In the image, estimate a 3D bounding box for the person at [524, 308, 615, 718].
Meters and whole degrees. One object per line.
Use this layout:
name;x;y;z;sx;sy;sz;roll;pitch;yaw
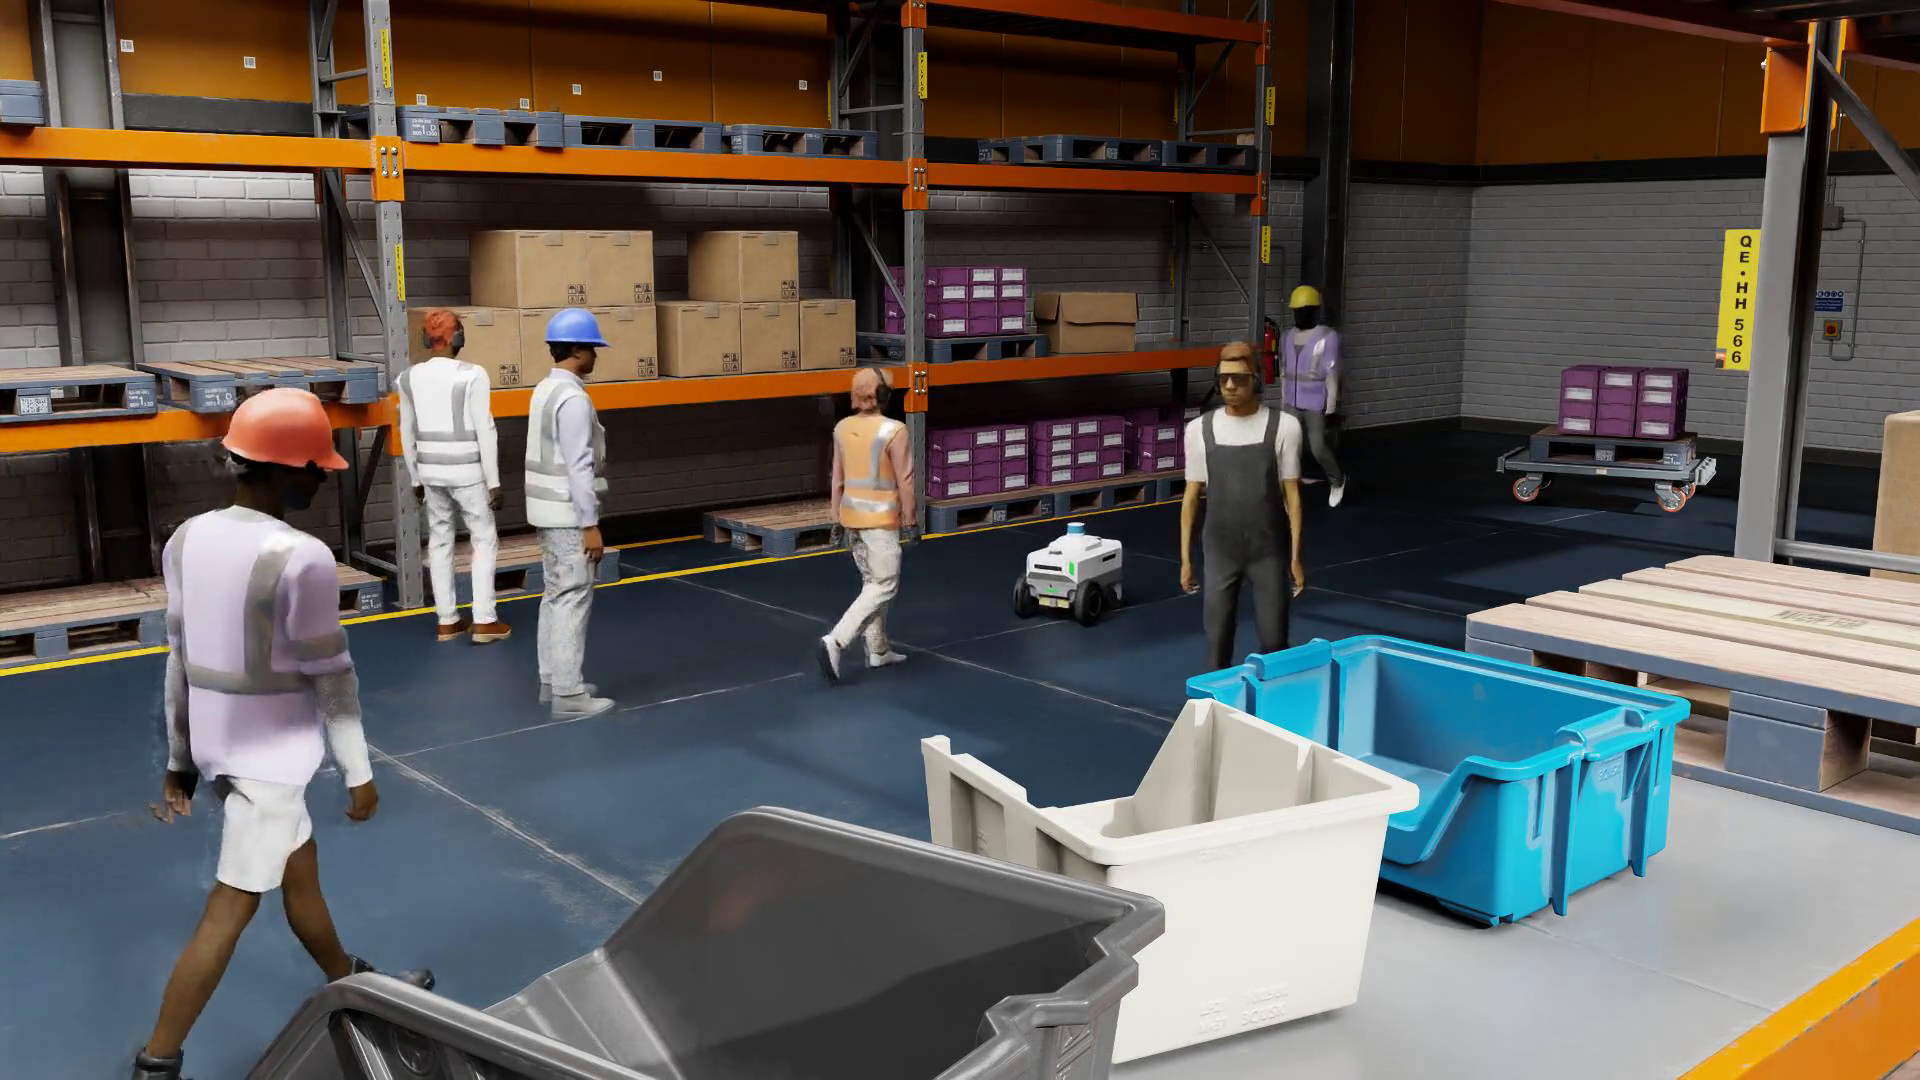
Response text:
person;-1.840;-0.126;7.896;0.433;1.934;0.648;-5;11;-25

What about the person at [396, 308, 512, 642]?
person;-2.832;-0.349;9.295;0.623;1.879;0.385;3;11;16

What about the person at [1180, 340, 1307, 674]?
person;1.219;0.056;7.158;0.560;1.830;0.663;3;11;17

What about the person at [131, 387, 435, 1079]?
person;-1.829;0.545;4.326;0.563;1.878;1.016;6;12;29

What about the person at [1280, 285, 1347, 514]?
person;2.913;-1.162;13.797;0.828;1.898;0.593;-9;14;-42

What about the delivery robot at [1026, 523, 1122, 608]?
delivery robot;0.695;0.139;10.012;0.477;0.478;0.707;6;12;30

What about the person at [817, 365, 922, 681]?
person;-0.498;-0.082;8.539;0.655;1.614;0.514;-10;14;-43
